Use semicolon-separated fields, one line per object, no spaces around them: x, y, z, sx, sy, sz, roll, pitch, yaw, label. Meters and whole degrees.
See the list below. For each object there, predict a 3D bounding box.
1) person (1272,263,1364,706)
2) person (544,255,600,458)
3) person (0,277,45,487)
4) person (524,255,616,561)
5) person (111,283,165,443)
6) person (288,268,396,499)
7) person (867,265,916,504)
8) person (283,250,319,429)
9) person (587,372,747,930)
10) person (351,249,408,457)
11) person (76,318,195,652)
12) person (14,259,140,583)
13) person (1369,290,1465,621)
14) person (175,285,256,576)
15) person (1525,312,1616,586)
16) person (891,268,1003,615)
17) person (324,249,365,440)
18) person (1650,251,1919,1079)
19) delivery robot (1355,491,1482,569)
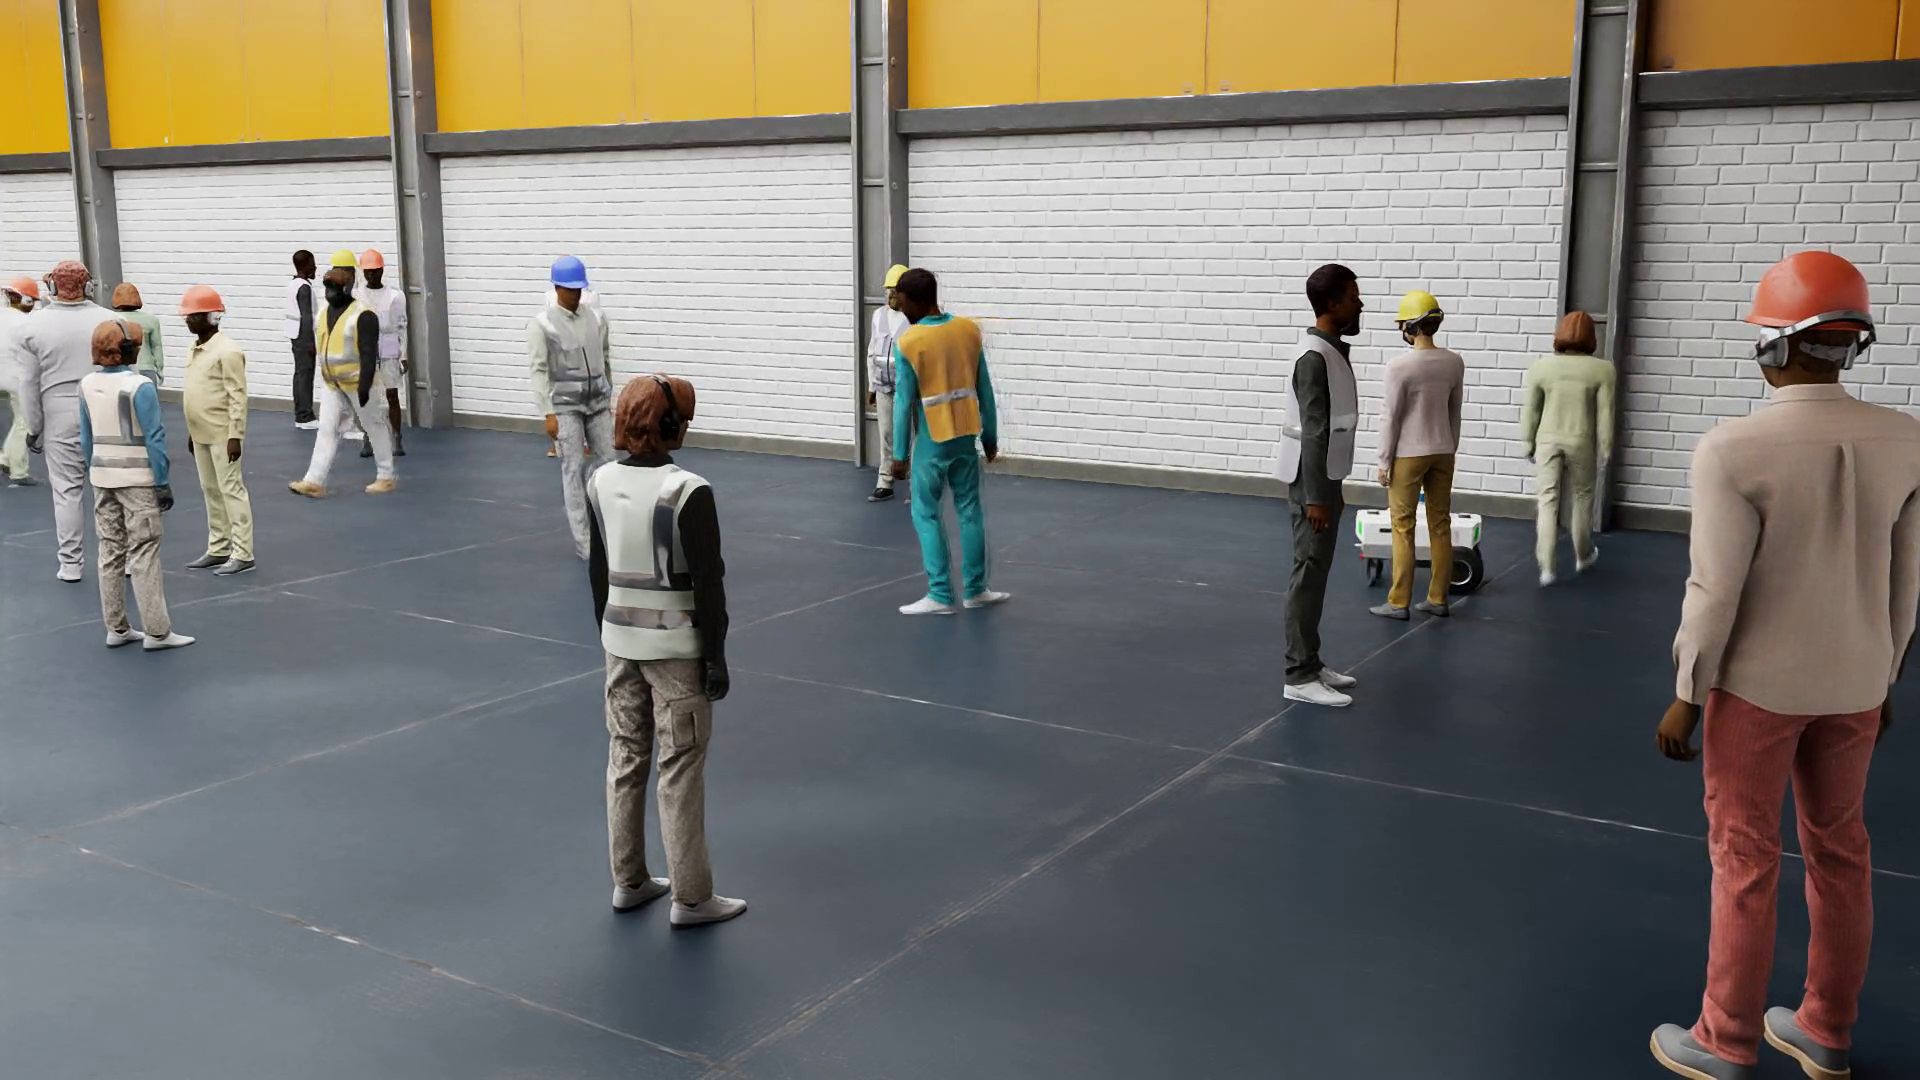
1.583;-0.245;7.333;0.392;1.917;0.591;3;11;17;person
-3.622;-1.705;15.511;0.575;1.885;0.355;2;10;13;person
-7.696;-1.290;13.662;0.581;1.717;0.431;5;12;28;person
-2.475;-0.845;10.643;0.655;1.924;0.808;-9;14;-41;person
-7.529;-1.518;15.166;0.502;1.634;0.277;-7;12;-35;person
-4.849;-1.218;13.059;0.650;1.790;0.946;5;11;26;person
-0.459;-1.189;12.790;0.588;1.835;0.403;5;11;25;person
-7.067;-2.154;17.907;0.395;1.919;0.590;-6;12;-31;person
-0.884;0.331;4.907;0.518;1.640;0.307;7;13;35;person
-5.442;-1.741;15.562;0.547;1.938;0.359;-3;11;-17;person
-4.099;-0.264;8.202;0.512;1.642;0.312;4;11;23;person
-5.206;-0.701;9.885;0.651;1.907;0.409;-6;12;-30;person
2.437;-0.444;8.883;0.524;1.761;0.339;-4;11;-23;person
-4.546;-0.664;10.108;0.572;1.749;0.334;8;13;37;person
3.631;-0.553;9.907;0.511;1.592;0.811;5;11;26;person
-0.030;-0.529;9.040;0.743;1.881;0.366;-8;13;-38;person
-6.242;-1.980;16.916;0.377;1.929;0.585;-6;12;-32;person
1.942;0.332;3.916;0.608;1.996;0.381;-2;10;-11;person
2.677;-0.045;9.740;0.707;0.478;0.477;3;11;14;delivery robot
